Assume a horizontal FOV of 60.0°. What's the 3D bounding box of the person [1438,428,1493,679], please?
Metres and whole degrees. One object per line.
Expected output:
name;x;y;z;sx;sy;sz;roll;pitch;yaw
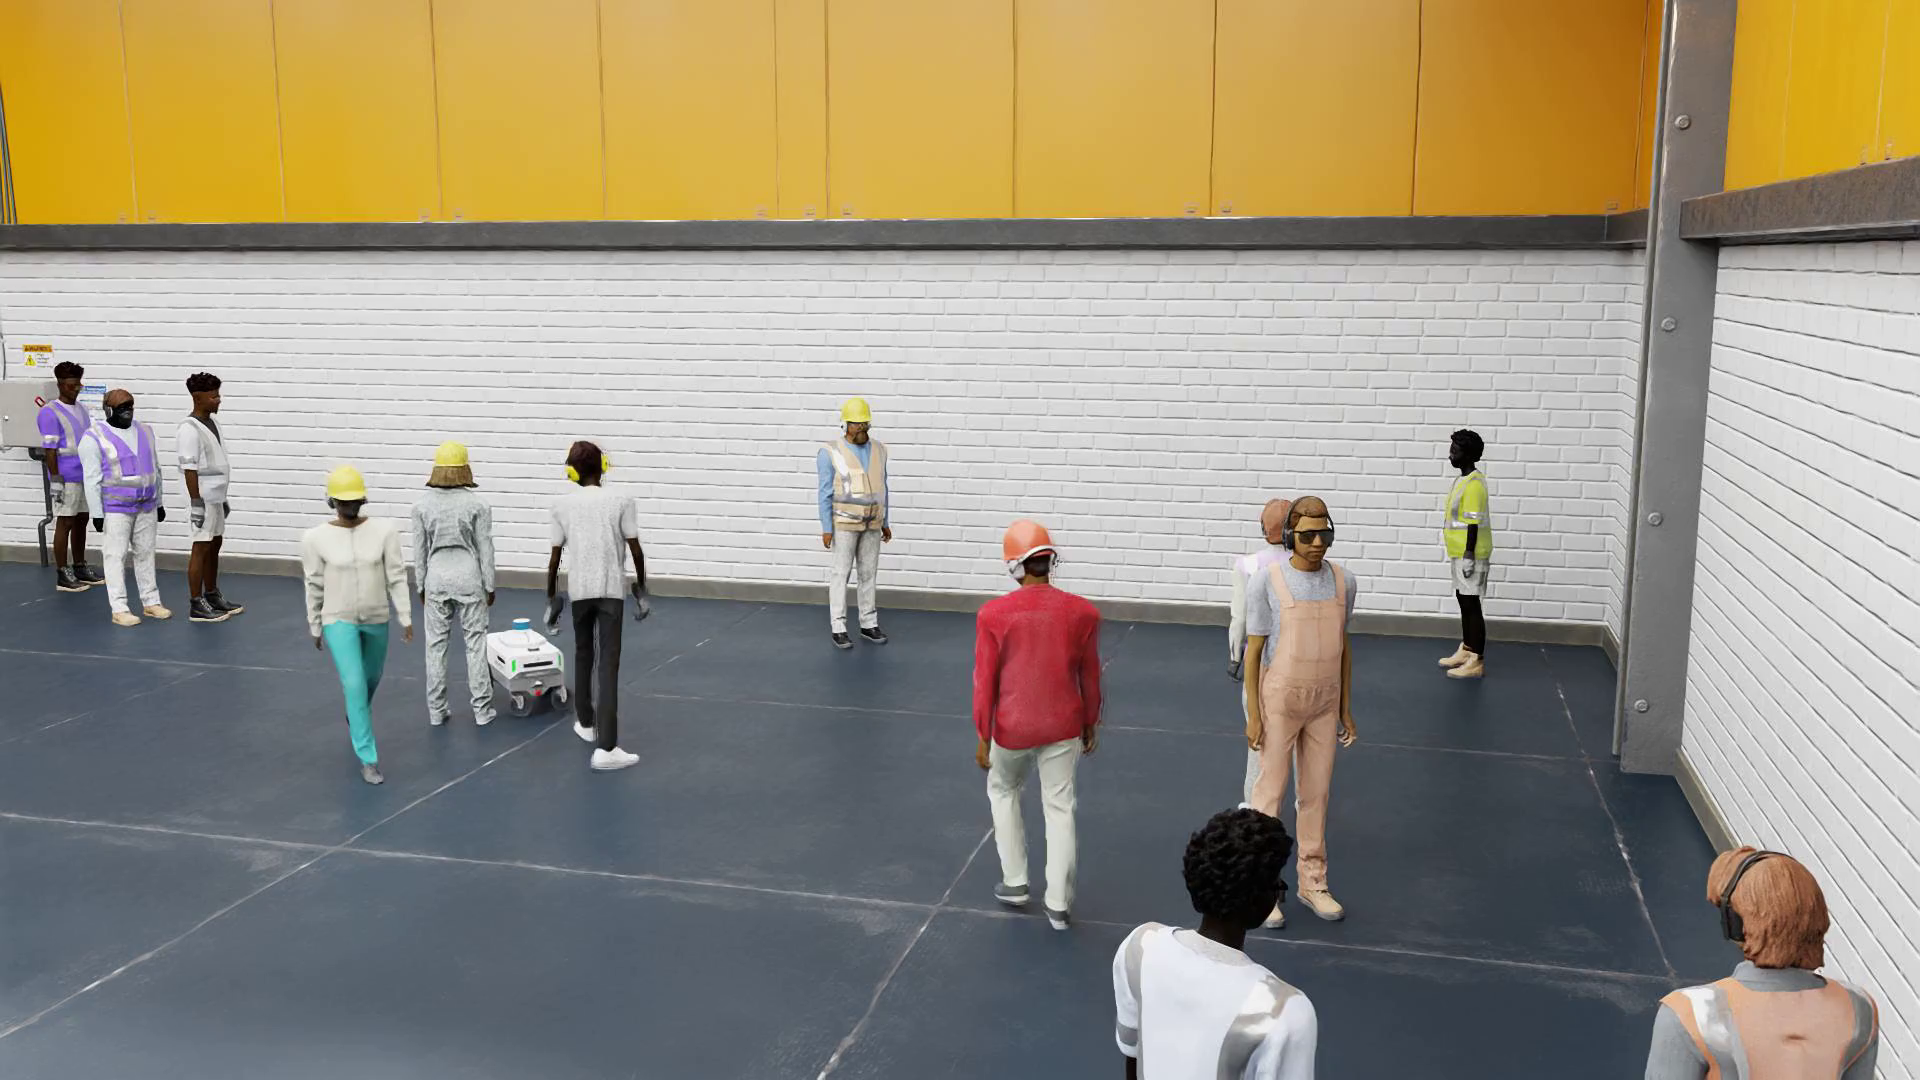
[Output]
person;3.440;0.088;11.293;0.322;1.691;0.532;1;10;6

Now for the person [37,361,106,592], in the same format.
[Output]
person;-7.593;-0.550;14.242;0.366;1.959;0.614;0;10;2

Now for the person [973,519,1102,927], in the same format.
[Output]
person;0.314;0.767;7.164;0.602;1.722;0.600;-3;10;-16

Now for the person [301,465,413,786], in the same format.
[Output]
person;-3.365;0.419;9.237;0.531;1.724;0.899;-7;12;-34

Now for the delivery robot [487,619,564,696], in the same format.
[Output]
delivery robot;-2.758;0.741;10.499;0.477;0.478;0.707;-5;11;-29

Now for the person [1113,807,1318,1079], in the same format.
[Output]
person;0.545;1.398;3.590;0.319;1.686;0.539;-8;13;-40

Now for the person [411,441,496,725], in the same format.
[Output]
person;-3.066;0.264;10.122;0.488;1.736;0.317;0;10;-3

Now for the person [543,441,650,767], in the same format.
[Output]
person;-2.092;0.350;9.468;0.592;1.801;0.870;1;10;5

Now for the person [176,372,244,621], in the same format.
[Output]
person;-5.906;-0.340;13.038;0.376;1.958;0.598;-1;10;-6

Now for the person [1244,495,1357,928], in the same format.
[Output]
person;1.451;0.724;7.087;0.507;1.846;0.343;-3;10;-17

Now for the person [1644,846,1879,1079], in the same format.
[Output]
person;1.645;1.443;3.485;0.525;1.631;0.320;-2;10;-12

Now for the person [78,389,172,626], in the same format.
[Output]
person;-6.464;-0.257;12.910;0.429;1.839;0.633;5;11;27

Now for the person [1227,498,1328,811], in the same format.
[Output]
person;1.604;0.610;8.371;0.523;1.636;0.311;-1;10;-5

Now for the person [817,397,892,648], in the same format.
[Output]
person;-0.753;-0.133;12.165;0.600;1.831;0.404;-7;12;-36
